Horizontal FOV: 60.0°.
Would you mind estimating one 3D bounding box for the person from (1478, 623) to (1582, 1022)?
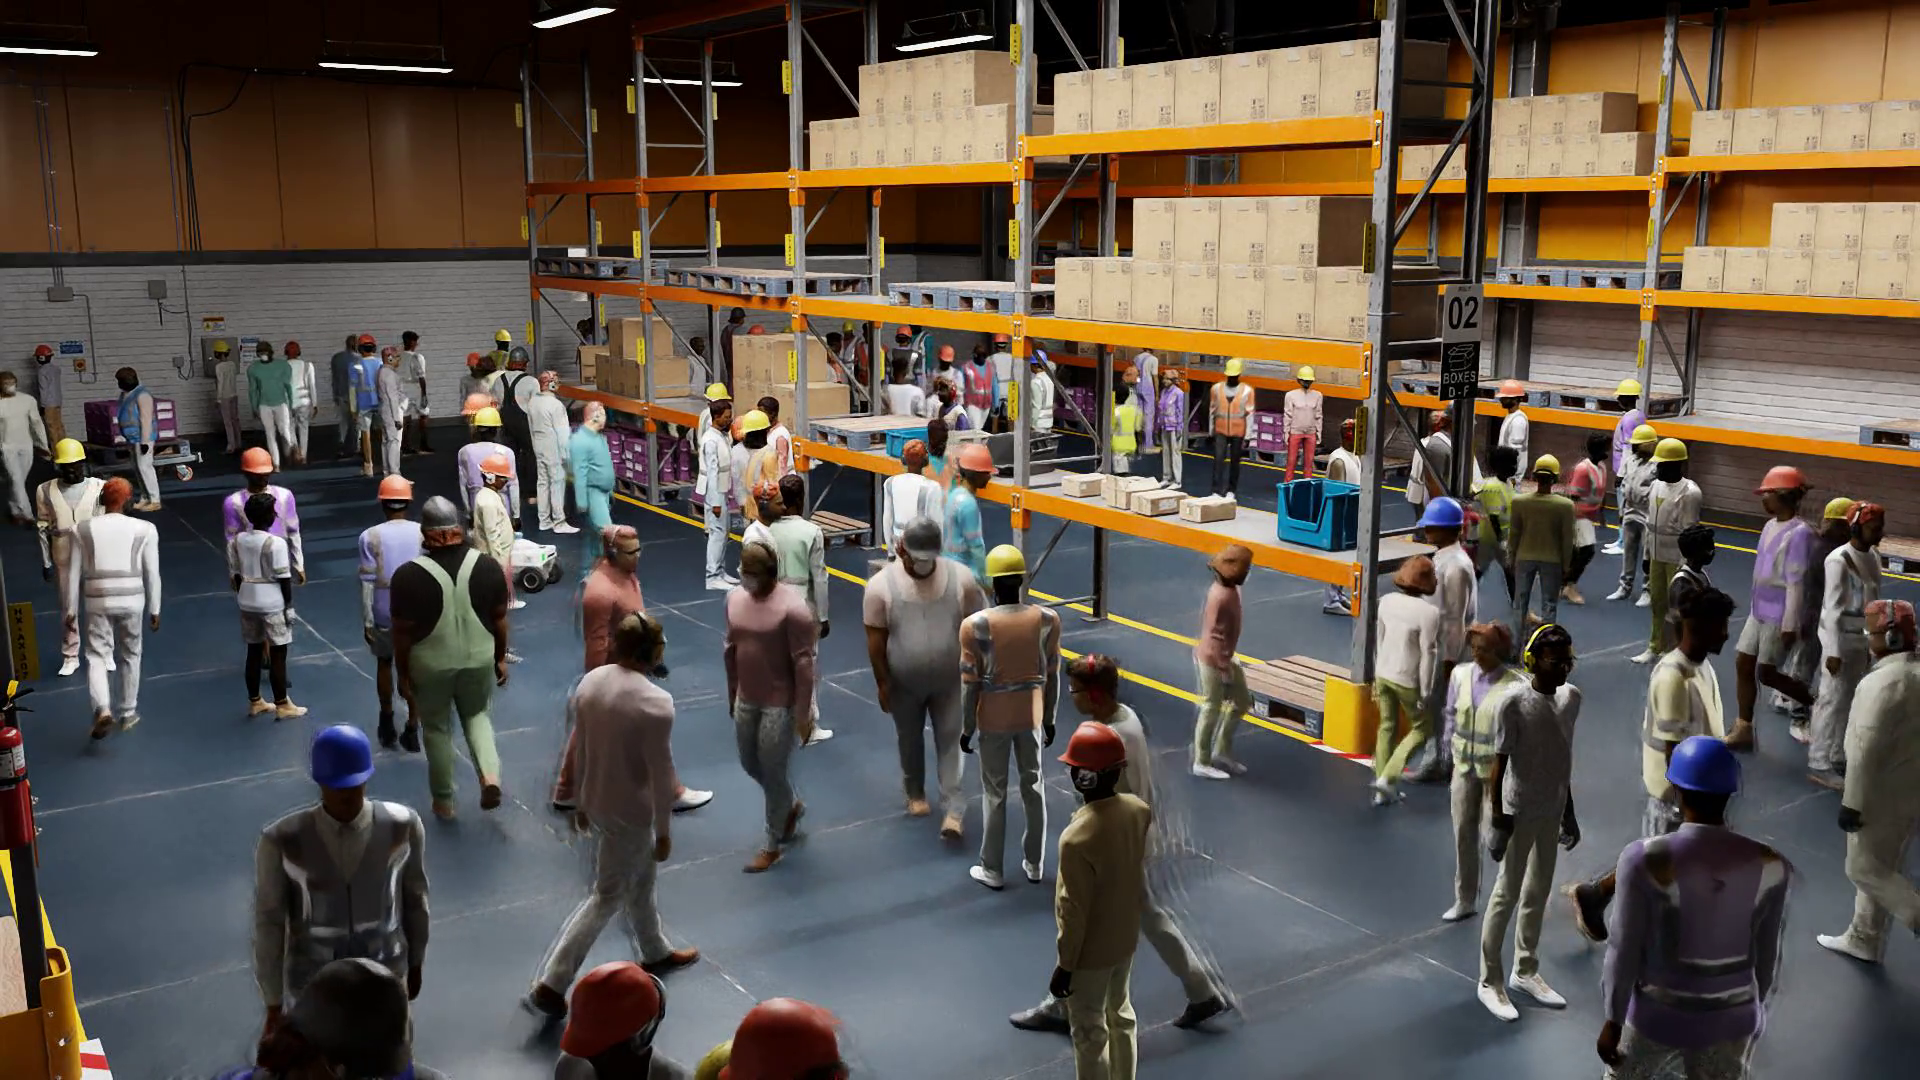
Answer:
[{"bbox_3d":[2.663,1.286,7.711,0.532,1.868,0.310,-5,12,-26],"label":"person"}]

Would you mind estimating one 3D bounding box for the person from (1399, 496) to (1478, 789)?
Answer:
[{"bbox_3d":[3.107,0.674,10.678,0.460,1.931,0.603,2,11,12],"label":"person"}]

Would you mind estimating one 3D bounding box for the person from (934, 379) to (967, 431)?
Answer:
[{"bbox_3d":[-0.122,-0.919,19.044,0.390,1.850,0.565,-8,13,-35],"label":"person"}]

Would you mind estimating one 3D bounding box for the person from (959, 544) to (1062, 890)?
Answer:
[{"bbox_3d":[0.265,0.974,9.165,0.586,1.925,0.369,-4,12,-19],"label":"person"}]

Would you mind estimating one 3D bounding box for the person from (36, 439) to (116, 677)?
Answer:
[{"bbox_3d":[-7.112,0.135,13.448,0.586,1.928,0.369,-4,12,-20],"label":"person"}]

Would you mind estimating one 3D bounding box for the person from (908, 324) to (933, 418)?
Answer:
[{"bbox_3d":[-0.789,-3.161,30.585,0.635,1.831,0.429,9,14,39],"label":"person"}]

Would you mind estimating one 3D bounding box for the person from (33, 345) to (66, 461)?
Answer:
[{"bbox_3d":[-13.842,-2.086,25.264,0.330,1.751,0.565,-1,11,-4],"label":"person"}]

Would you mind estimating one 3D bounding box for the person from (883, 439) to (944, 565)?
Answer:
[{"bbox_3d":[-0.360,0.105,13.713,0.584,1.884,0.347,7,13,33],"label":"person"}]

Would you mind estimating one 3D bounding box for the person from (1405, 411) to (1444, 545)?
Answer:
[{"bbox_3d":[4.548,-0.344,16.169,0.414,1.829,0.562,1,11,5],"label":"person"}]

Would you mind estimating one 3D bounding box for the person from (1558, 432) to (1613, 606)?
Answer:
[{"bbox_3d":[5.955,-0.210,15.878,0.479,1.661,0.557,10,15,40],"label":"person"}]

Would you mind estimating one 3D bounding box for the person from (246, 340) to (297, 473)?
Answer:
[{"bbox_3d":[-9.935,-1.928,24.028,0.643,1.918,0.468,-2,11,-11],"label":"person"}]

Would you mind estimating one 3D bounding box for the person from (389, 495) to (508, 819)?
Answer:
[{"bbox_3d":[-3.130,0.719,10.171,0.701,2.000,0.601,-7,13,-33],"label":"person"}]

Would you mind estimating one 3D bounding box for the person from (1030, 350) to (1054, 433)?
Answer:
[{"bbox_3d":[1.037,-1.533,21.933,0.393,1.946,0.617,4,12,22],"label":"person"}]

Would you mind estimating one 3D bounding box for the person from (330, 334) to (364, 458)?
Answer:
[{"bbox_3d":[-9.284,-2.177,25.323,0.656,1.916,0.564,3,11,15],"label":"person"}]

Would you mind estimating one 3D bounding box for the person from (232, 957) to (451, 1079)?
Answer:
[{"bbox_3d":[-1.520,1.915,4.054,0.706,2.000,0.566,-5,12,-24],"label":"person"}]

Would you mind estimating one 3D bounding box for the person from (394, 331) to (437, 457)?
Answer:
[{"bbox_3d":[-8.454,-2.262,25.687,0.656,1.930,0.624,3,11,14],"label":"person"}]

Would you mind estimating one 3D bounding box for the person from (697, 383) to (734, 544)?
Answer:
[{"bbox_3d":[-2.764,-0.868,18.861,0.403,1.824,0.596,-3,12,-17],"label":"person"}]

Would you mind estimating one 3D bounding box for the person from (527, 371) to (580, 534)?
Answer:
[{"bbox_3d":[-4.753,-1.023,19.434,0.641,1.908,0.407,10,15,41],"label":"person"}]

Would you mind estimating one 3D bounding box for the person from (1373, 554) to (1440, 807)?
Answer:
[{"bbox_3d":[2.758,0.891,10.392,0.414,1.614,0.509,-7,13,-32],"label":"person"}]

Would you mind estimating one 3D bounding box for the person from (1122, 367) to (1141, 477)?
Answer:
[{"bbox_3d":[2.349,-1.598,23.113,0.304,1.624,0.507,3,11,14],"label":"person"}]

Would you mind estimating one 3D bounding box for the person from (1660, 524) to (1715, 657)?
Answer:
[{"bbox_3d":[4.803,0.732,10.990,0.319,1.696,0.532,7,13,32],"label":"person"}]

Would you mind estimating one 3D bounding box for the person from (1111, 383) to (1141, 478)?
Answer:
[{"bbox_3d":[1.958,-1.113,20.528,0.548,1.644,0.895,-9,14,-39],"label":"person"}]

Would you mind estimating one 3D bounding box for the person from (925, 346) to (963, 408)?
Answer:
[{"bbox_3d":[-0.231,-1.821,23.593,0.561,1.870,0.965,2,11,10],"label":"person"}]

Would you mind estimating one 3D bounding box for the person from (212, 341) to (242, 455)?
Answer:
[{"bbox_3d":[-11.404,-2.206,25.838,0.308,1.772,0.525,1,11,3],"label":"person"}]

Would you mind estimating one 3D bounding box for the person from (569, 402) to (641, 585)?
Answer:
[{"bbox_3d":[-3.475,-0.429,16.495,0.777,1.864,0.677,1,11,6],"label":"person"}]

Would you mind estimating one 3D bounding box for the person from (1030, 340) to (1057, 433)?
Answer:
[{"bbox_3d":[1.205,-2.135,25.375,0.519,1.823,0.738,6,12,27],"label":"person"}]

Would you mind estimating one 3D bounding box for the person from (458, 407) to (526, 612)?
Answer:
[{"bbox_3d":[-4.386,-0.281,15.582,0.587,1.928,0.362,2,11,12],"label":"person"}]

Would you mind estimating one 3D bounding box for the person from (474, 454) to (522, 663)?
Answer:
[{"bbox_3d":[-3.850,0.151,13.841,0.338,1.742,0.563,-4,12,-20],"label":"person"}]

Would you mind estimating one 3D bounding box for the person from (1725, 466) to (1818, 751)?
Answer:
[{"bbox_3d":[5.615,0.498,11.409,0.745,1.996,0.639,0,11,2],"label":"person"}]

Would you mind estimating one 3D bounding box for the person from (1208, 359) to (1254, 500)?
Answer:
[{"bbox_3d":[3.451,-1.373,21.312,0.599,1.865,0.997,3,12,17],"label":"person"}]

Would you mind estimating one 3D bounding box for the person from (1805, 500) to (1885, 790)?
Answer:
[{"bbox_3d":[5.782,0.671,10.825,0.583,1.883,0.345,-9,14,-37],"label":"person"}]

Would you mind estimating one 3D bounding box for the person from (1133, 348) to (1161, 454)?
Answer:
[{"bbox_3d":[2.904,-2.263,25.940,0.324,1.842,0.516,-9,14,-40],"label":"person"}]

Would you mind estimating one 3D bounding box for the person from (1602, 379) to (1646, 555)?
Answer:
[{"bbox_3d":[7.286,-0.797,18.222,0.367,1.927,0.590,6,13,28],"label":"person"}]

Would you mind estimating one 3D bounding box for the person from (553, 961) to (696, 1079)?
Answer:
[{"bbox_3d":[-0.912,1.964,4.559,0.561,1.742,0.337,5,12,24],"label":"person"}]

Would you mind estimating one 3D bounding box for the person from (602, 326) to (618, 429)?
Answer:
[{"bbox_3d":[-6.118,-2.864,29.105,0.484,1.825,0.590,0,11,2],"label":"person"}]

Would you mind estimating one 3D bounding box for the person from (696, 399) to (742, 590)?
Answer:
[{"bbox_3d":[-2.411,-0.449,16.510,0.404,1.906,0.598,0,11,0],"label":"person"}]

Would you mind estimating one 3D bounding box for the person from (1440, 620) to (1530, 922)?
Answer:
[{"bbox_3d":[2.802,1.203,8.768,0.512,1.619,0.536,-8,14,-36],"label":"person"}]

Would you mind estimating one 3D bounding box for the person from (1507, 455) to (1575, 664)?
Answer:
[{"bbox_3d":[4.772,0.173,13.698,0.523,1.759,0.338,6,13,29],"label":"person"}]

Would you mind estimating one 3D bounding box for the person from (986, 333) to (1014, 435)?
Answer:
[{"bbox_3d":[0.631,-2.240,25.613,0.546,1.928,0.378,-2,11,-9],"label":"person"}]

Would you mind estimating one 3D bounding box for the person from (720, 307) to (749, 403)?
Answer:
[{"bbox_3d":[-4.053,-3.284,30.656,0.673,2.000,0.536,10,15,41],"label":"person"}]

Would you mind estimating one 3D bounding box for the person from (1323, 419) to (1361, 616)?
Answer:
[{"bbox_3d":[3.553,-0.219,15.495,0.388,1.837,0.561,5,12,25],"label":"person"}]

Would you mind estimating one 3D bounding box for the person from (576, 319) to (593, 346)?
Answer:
[{"bbox_3d":[-6.395,-2.833,28.642,0.369,1.933,0.627,-3,11,-16],"label":"person"}]

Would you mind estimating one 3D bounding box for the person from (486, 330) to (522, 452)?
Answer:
[{"bbox_3d":[-7.139,-2.317,26.000,0.590,1.926,0.388,6,13,29],"label":"person"}]

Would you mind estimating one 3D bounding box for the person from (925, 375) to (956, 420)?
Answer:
[{"bbox_3d":[-0.309,-1.388,22.029,0.596,1.620,0.538,10,15,42],"label":"person"}]

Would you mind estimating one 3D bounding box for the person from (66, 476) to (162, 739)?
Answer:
[{"bbox_3d":[-5.990,0.493,11.808,0.624,1.856,0.723,-5,12,-25],"label":"person"}]
